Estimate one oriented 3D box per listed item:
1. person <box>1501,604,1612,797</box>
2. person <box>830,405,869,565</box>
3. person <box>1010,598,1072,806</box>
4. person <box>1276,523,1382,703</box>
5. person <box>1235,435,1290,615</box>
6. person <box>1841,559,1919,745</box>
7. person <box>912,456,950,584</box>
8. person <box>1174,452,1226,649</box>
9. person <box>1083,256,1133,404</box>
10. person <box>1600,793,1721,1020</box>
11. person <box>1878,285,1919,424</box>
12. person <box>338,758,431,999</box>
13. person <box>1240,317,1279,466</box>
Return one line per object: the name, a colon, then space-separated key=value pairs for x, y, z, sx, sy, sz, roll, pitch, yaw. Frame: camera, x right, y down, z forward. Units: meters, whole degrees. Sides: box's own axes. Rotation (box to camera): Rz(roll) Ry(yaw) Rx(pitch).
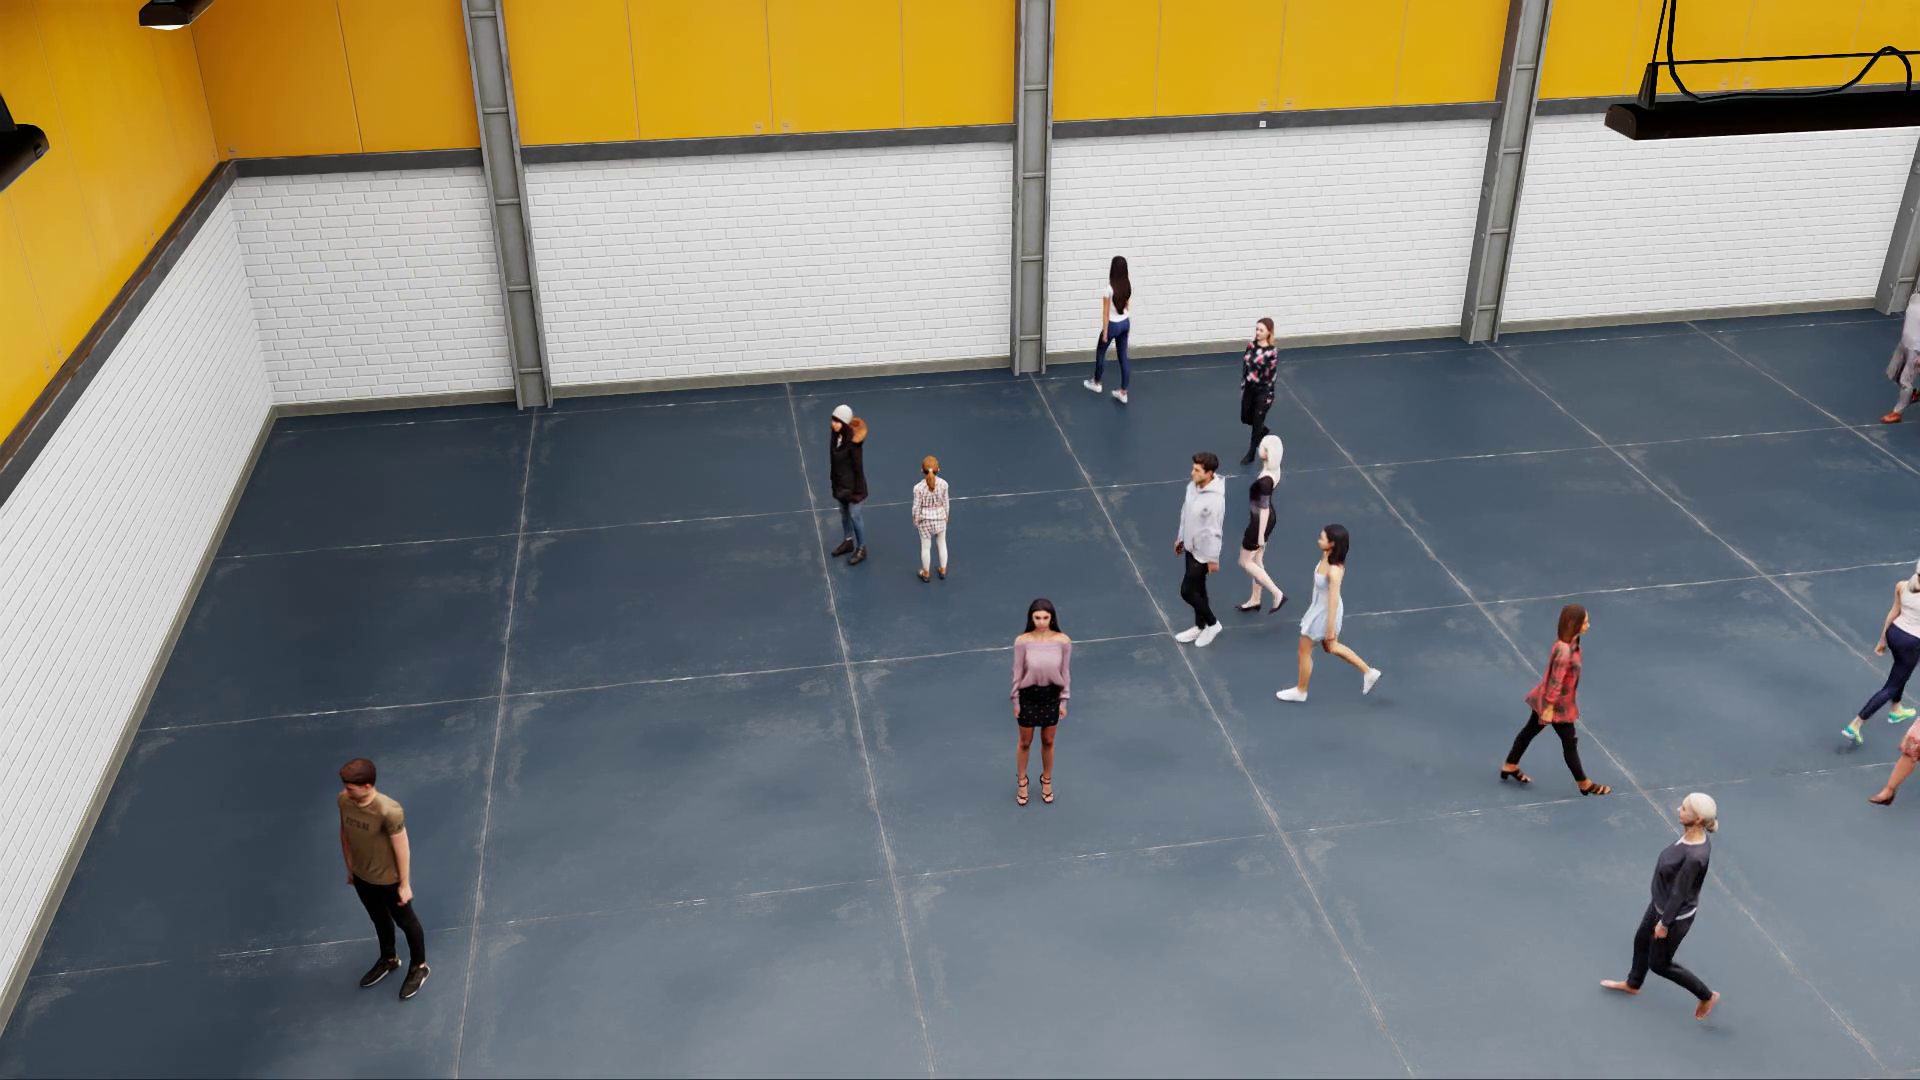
person: x=4.516 y=1.230 z=12.864 sx=1.146 sy=1.662 sz=0.978 roll=11 pitch=30 yaw=19
person: x=-1.070 y=-0.557 z=16.172 sx=0.753 sy=1.631 sz=0.728 roll=-25 pitch=37 yaw=-38
person: x=0.600 y=1.238 z=12.694 sx=0.488 sy=1.812 sz=0.688 roll=-2 pitch=29 yaw=-4
person: x=3.154 y=0.636 z=13.912 sx=1.145 sy=1.702 sz=0.799 roll=3 pitch=29 yaw=5
person: x=2.832 y=-0.098 z=15.137 sx=0.874 sy=1.817 sz=0.790 roll=11 pitch=31 yaw=20
person: x=7.575 y=0.918 z=13.434 sx=1.227 sy=1.665 sz=0.744 roll=-10 pitch=30 yaw=-18
person: x=-0.268 y=-0.205 z=15.862 sx=0.481 sy=1.312 sz=0.604 roll=-8 pitch=30 yaw=-14
person: x=2.219 y=0.067 z=14.733 sx=0.687 sy=1.914 sz=0.699 roll=-8 pitch=30 yaw=-14
person: x=1.889 y=-2.437 z=19.491 sx=0.915 sy=1.755 sz=0.882 roll=-19 pitch=34 yaw=-31
person: x=4.669 y=2.380 z=10.709 sx=1.036 sy=1.707 sz=0.880 roll=10 pitch=30 yaw=17
person: x=10.980 y=-2.192 z=18.976 sx=0.793 sy=1.817 sz=0.690 roll=-5 pitch=29 yaw=-10
person: x=-3.801 y=2.177 z=10.932 sx=0.703 sy=1.850 sz=0.810 roll=12 pitch=31 yaw=21
person: x=3.306 y=-1.644 z=18.125 sx=0.923 sy=1.670 sz=0.821 roll=-25 pitch=37 yaw=-38
